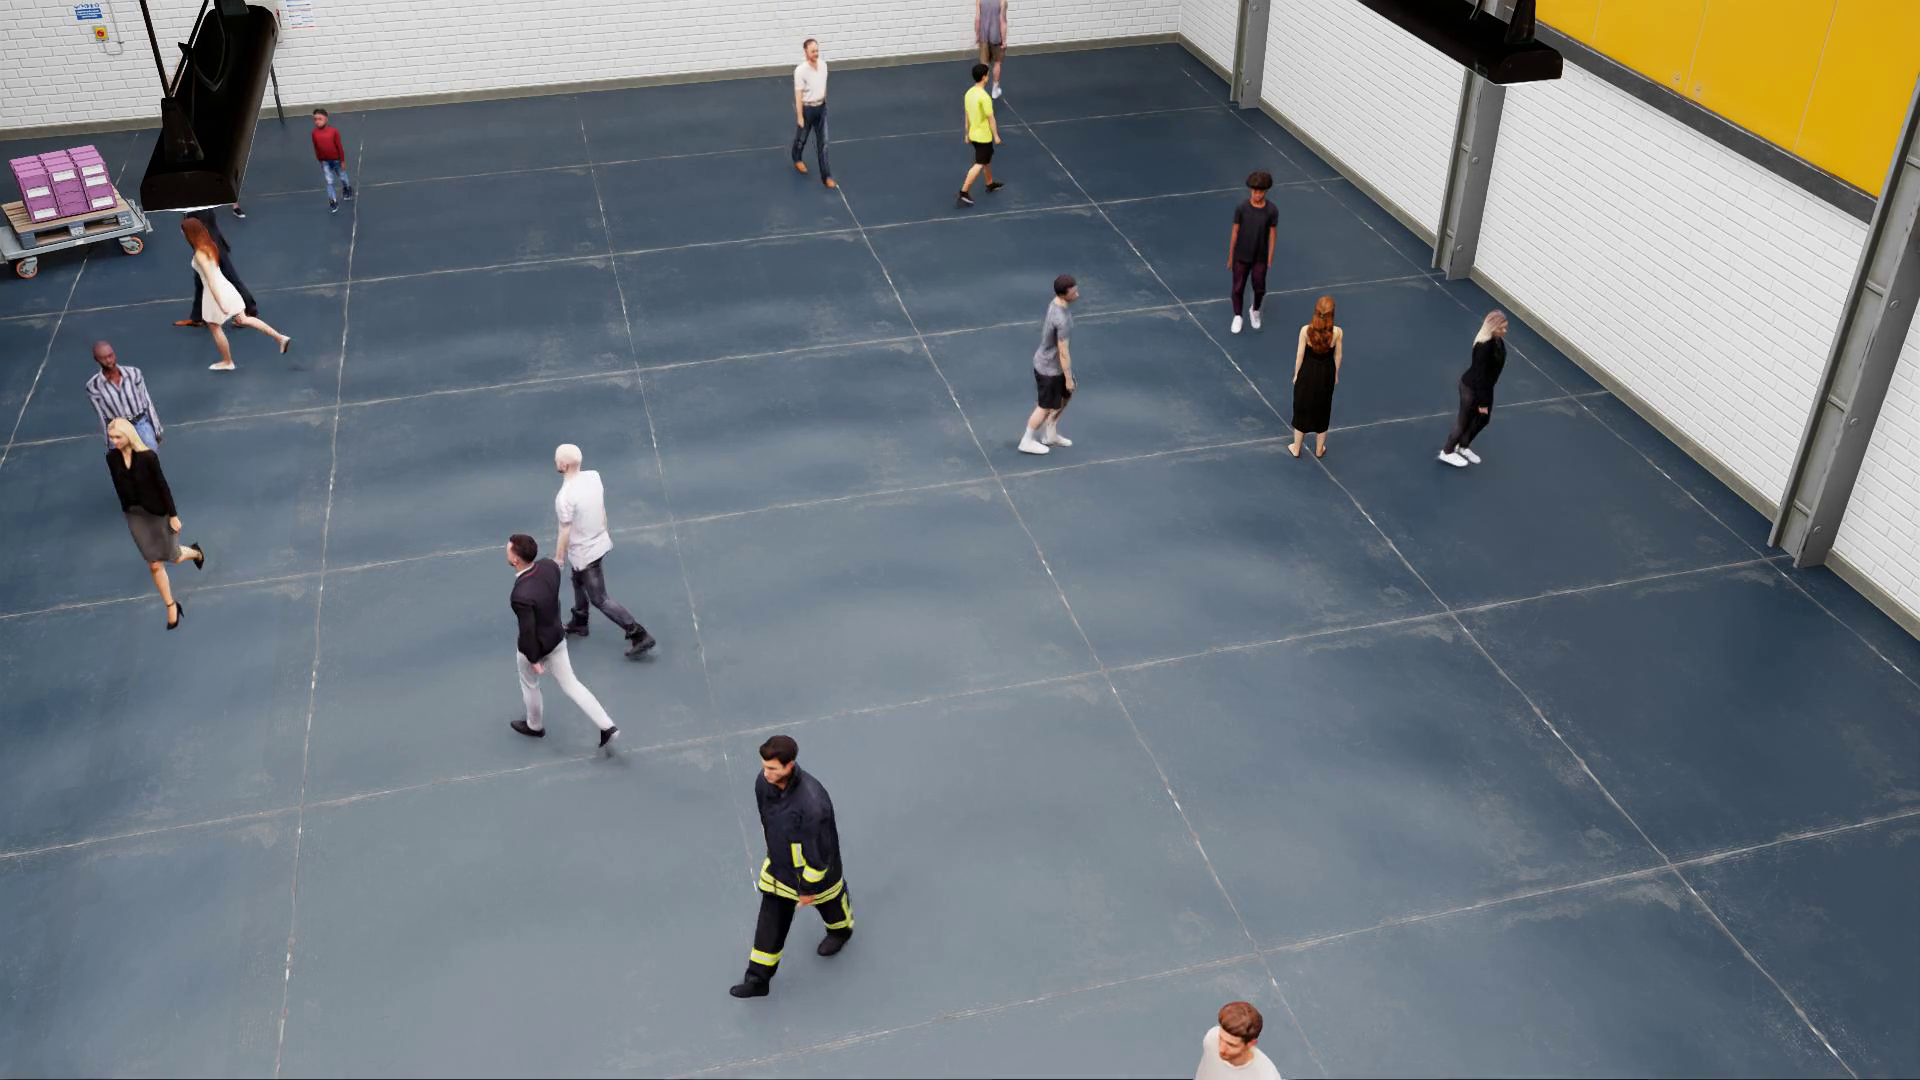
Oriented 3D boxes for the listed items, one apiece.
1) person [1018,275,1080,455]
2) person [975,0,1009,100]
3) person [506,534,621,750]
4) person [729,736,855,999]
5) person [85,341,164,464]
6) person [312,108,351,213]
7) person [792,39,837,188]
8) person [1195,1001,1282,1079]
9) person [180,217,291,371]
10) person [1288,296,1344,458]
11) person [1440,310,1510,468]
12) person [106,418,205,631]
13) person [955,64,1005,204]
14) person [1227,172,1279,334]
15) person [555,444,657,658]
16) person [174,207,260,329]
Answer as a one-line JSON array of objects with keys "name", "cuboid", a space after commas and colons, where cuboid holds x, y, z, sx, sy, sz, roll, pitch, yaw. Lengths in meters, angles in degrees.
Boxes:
[{"name": "person", "cuboid": [0.762, -1.608, 15.264, 0.848, 1.842, 0.806, -4, 34, -5]}, {"name": "person", "cuboid": [0.418, -7.047, 23.382, 0.947, 1.828, 1.136, 9, 35, 13]}, {"name": "person", "cuboid": [-2.860, 0.750, 11.742, 1.181, 1.815, 1.172, 15, 36, 21]}, {"name": "person", "cuboid": [-0.885, 1.876, 10.003, 1.274, 1.864, 1.290, 21, 39, 28]}, {"name": "person", "cuboid": [-7.143, -0.911, 14.277, 0.927, 1.775, 1.101, -27, 42, -35]}, {"name": "person", "cuboid": [-7.736, -4.718, 20.493, 0.563, 1.235, 0.846, -3, 34, -4]}, {"name": "person", "cuboid": [-1.937, -5.452, 21.080, 0.962, 1.807, 1.339, -20, 39, -28]}, {"name": "person", "cuboid": [1.399, 2.963, 8.349, 0.949, 1.886, 1.023, -23, 40, -30]}, {"name": "person", "cuboid": [-7.324, -2.434, 16.661, 0.816, 1.671, 1.077, 1, 34, 1]}, {"name": "person", "cuboid": [3.273, -1.495, 15.291, 0.638, 1.625, 0.662, 2, 34, 3]}, {"name": "person", "cuboid": [4.628, -1.374, 15.086, 0.837, 1.650, 0.781, 12, 36, 18]}, {"name": "person", "cuboid": [-6.333, -0.189, 13.146, 0.822, 1.823, 1.080, 2, 34, 4]}, {"name": "person", "cuboid": [0.216, -4.971, 20.469, 0.877, 1.681, 1.065, -18, 38, -25]}, {"name": "person", "cuboid": [3.066, -3.055, 17.508, 0.735, 1.768, 0.760, 7, 34, 11]}, {"name": "person", "cuboid": [-2.763, 0.112, 12.708, 1.098, 1.807, 1.219, 7, 34, 11]}, {"name": "person", "cuboid": [-7.800, -3.068, 17.532, 1.012, 1.762, 1.120, -24, 41, -32]}]
